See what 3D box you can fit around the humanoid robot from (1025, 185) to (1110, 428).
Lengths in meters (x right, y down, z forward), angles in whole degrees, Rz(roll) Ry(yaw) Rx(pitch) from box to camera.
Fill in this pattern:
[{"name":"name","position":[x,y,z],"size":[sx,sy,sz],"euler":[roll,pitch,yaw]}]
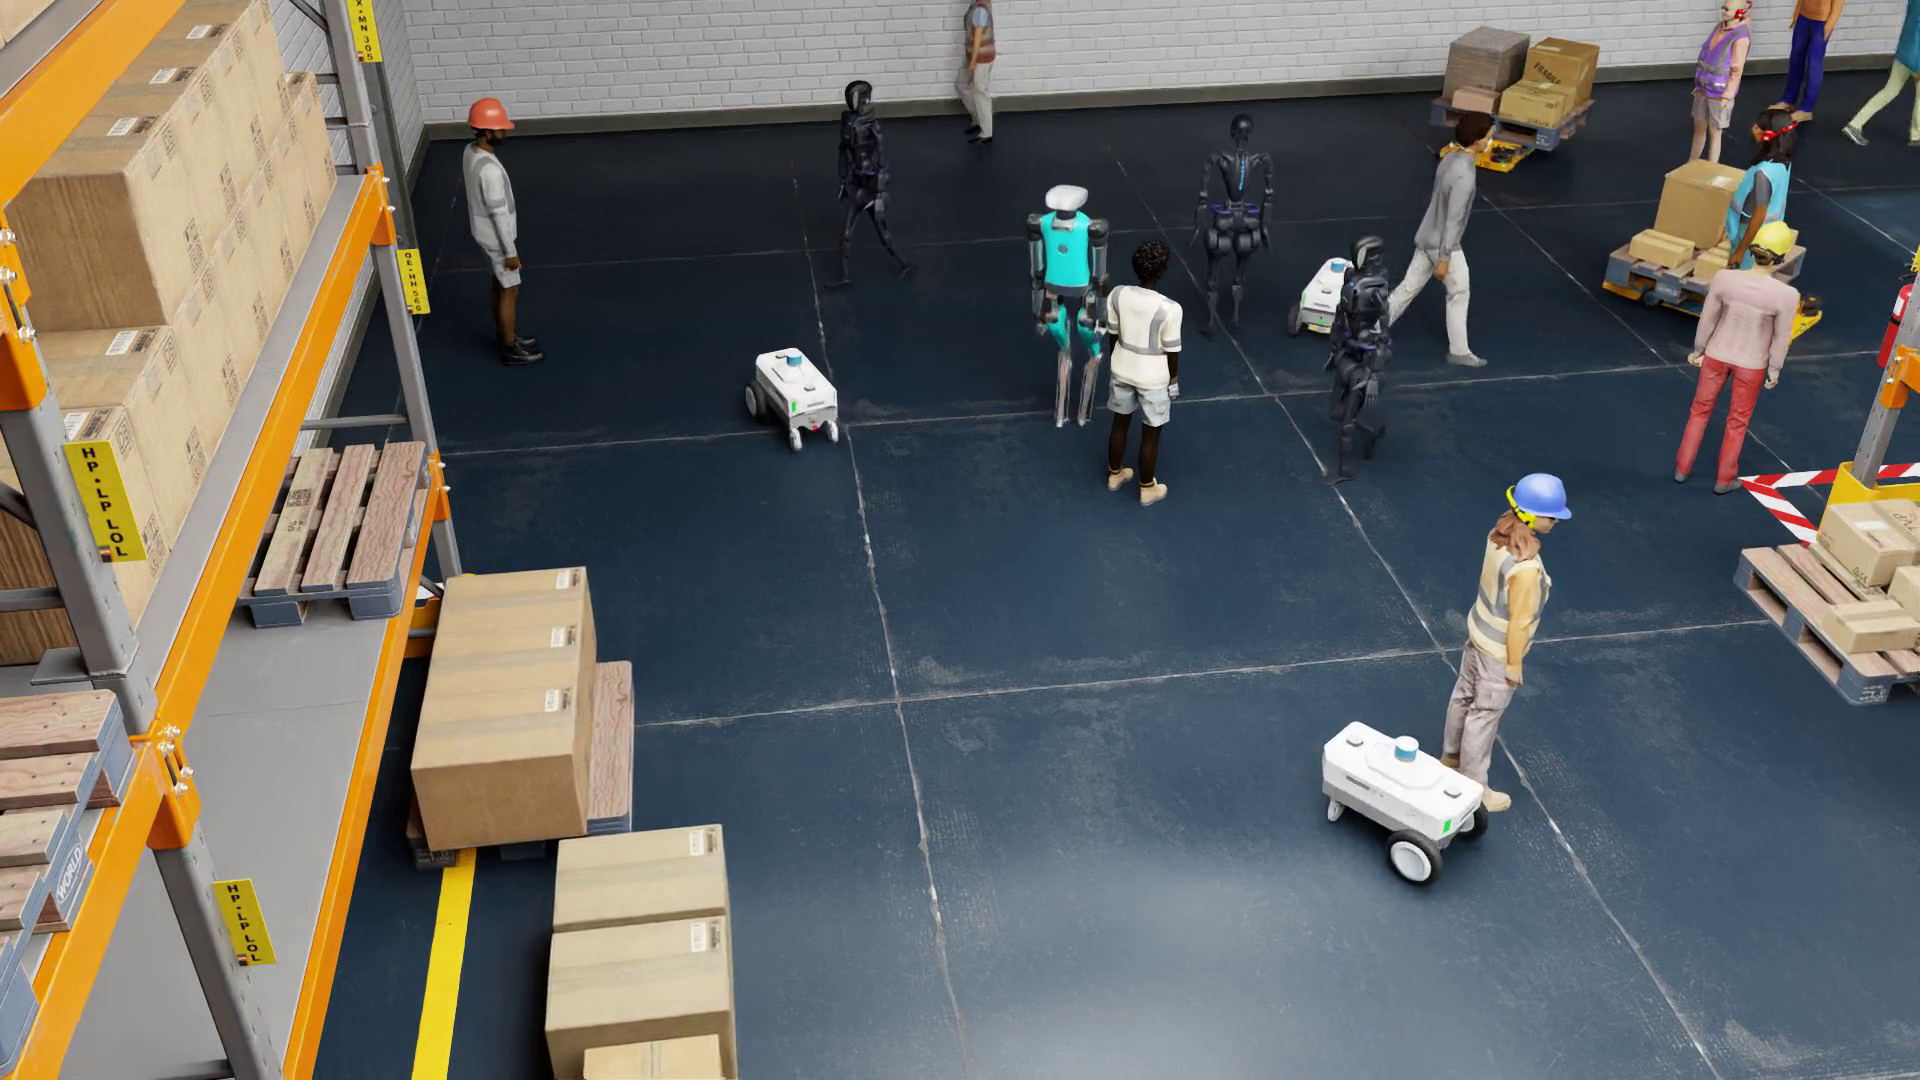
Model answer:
[{"name":"humanoid robot","position":[0.752,-1.510,10.848],"size":[0.547,1.805,0.703],"euler":[11,35,16]}]

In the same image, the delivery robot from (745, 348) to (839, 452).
[{"name":"delivery robot","position":[-1.099,-0.984,11.107],"size":[0.499,0.603,0.803],"euler":[-15,36,-22]}]

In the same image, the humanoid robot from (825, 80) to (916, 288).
[{"name":"humanoid robot","position":[-0.700,-2.730,12.804],"size":[0.758,1.646,0.590],"euler":[-25,40,-33]}]

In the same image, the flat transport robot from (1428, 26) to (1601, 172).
[{"name":"flat transport robot","position":[5.141,-3.816,15.700],"size":[0.659,0.231,1.431],"euler":[23,40,31]}]

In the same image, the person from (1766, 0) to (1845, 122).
[{"name":"person","position":[8.251,-5.054,16.046],"size":[0.401,1.973,0.517],"euler":[-10,35,-16]}]

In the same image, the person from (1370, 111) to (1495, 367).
[{"name":"person","position":[3.331,-2.093,11.624],"size":[0.895,1.857,0.569],"euler":[-1,33,-2]}]

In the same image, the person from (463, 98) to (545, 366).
[{"name":"person","position":[-3.198,-2.132,11.610],"size":[0.387,1.924,0.547],"euler":[-17,37,-24]}]

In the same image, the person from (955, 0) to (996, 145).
[{"name":"person","position":[0.140,-4.490,15.444],"size":[0.407,1.677,0.448],"euler":[-3,33,-5]}]

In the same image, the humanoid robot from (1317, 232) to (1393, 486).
[{"name":"humanoid robot","position":[2.523,-1.112,10.277],"size":[0.500,1.647,0.607],"euler":[-10,34,-14]}]

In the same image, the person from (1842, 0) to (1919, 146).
[{"name":"person","position":[8.824,-4.493,15.415],"size":[0.863,1.708,0.574],"euler":[-4,33,-6]}]

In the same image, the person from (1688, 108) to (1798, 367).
[{"name":"person","position":[5.489,-2.077,11.574],"size":[0.371,1.865,0.542],"euler":[18,37,26]}]

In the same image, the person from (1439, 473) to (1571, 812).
[{"name":"person","position":[2.531,0.463,7.762],"size":[0.323,1.776,0.464],"euler":[0,33,0]}]

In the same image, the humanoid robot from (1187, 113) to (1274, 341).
[{"name":"humanoid robot","position":[1.957,-2.253,12.017],"size":[0.610,1.653,0.318],"euler":[-4,33,-6]}]

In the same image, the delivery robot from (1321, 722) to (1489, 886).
[{"name":"delivery robot","position":[2.071,1.178,7.775],"size":[0.752,0.583,0.521],"euler":[28,42,35]}]

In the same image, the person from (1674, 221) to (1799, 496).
[{"name":"person","position":[4.760,-1.109,10.182],"size":[0.533,1.767,0.315],"euler":[24,40,32]}]

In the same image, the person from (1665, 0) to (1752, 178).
[{"name":"person","position":[6.595,-3.901,14.525],"size":[0.347,1.693,0.487],"euler":[-7,34,-10]}]

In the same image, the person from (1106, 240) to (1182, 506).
[{"name":"person","position":[1.105,-1.007,10.094],"size":[0.531,1.694,0.320],"euler":[26,41,34]}]

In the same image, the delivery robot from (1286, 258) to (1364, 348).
[{"name":"delivery robot","position":[2.768,-1.788,12.337],"size":[0.499,0.601,0.805],"euler":[15,36,22]}]

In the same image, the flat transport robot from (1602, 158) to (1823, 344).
[{"name":"flat transport robot","position":[5.752,-1.877,12.729],"size":[0.659,0.231,1.431],"euler":[-28,42,-36]}]
